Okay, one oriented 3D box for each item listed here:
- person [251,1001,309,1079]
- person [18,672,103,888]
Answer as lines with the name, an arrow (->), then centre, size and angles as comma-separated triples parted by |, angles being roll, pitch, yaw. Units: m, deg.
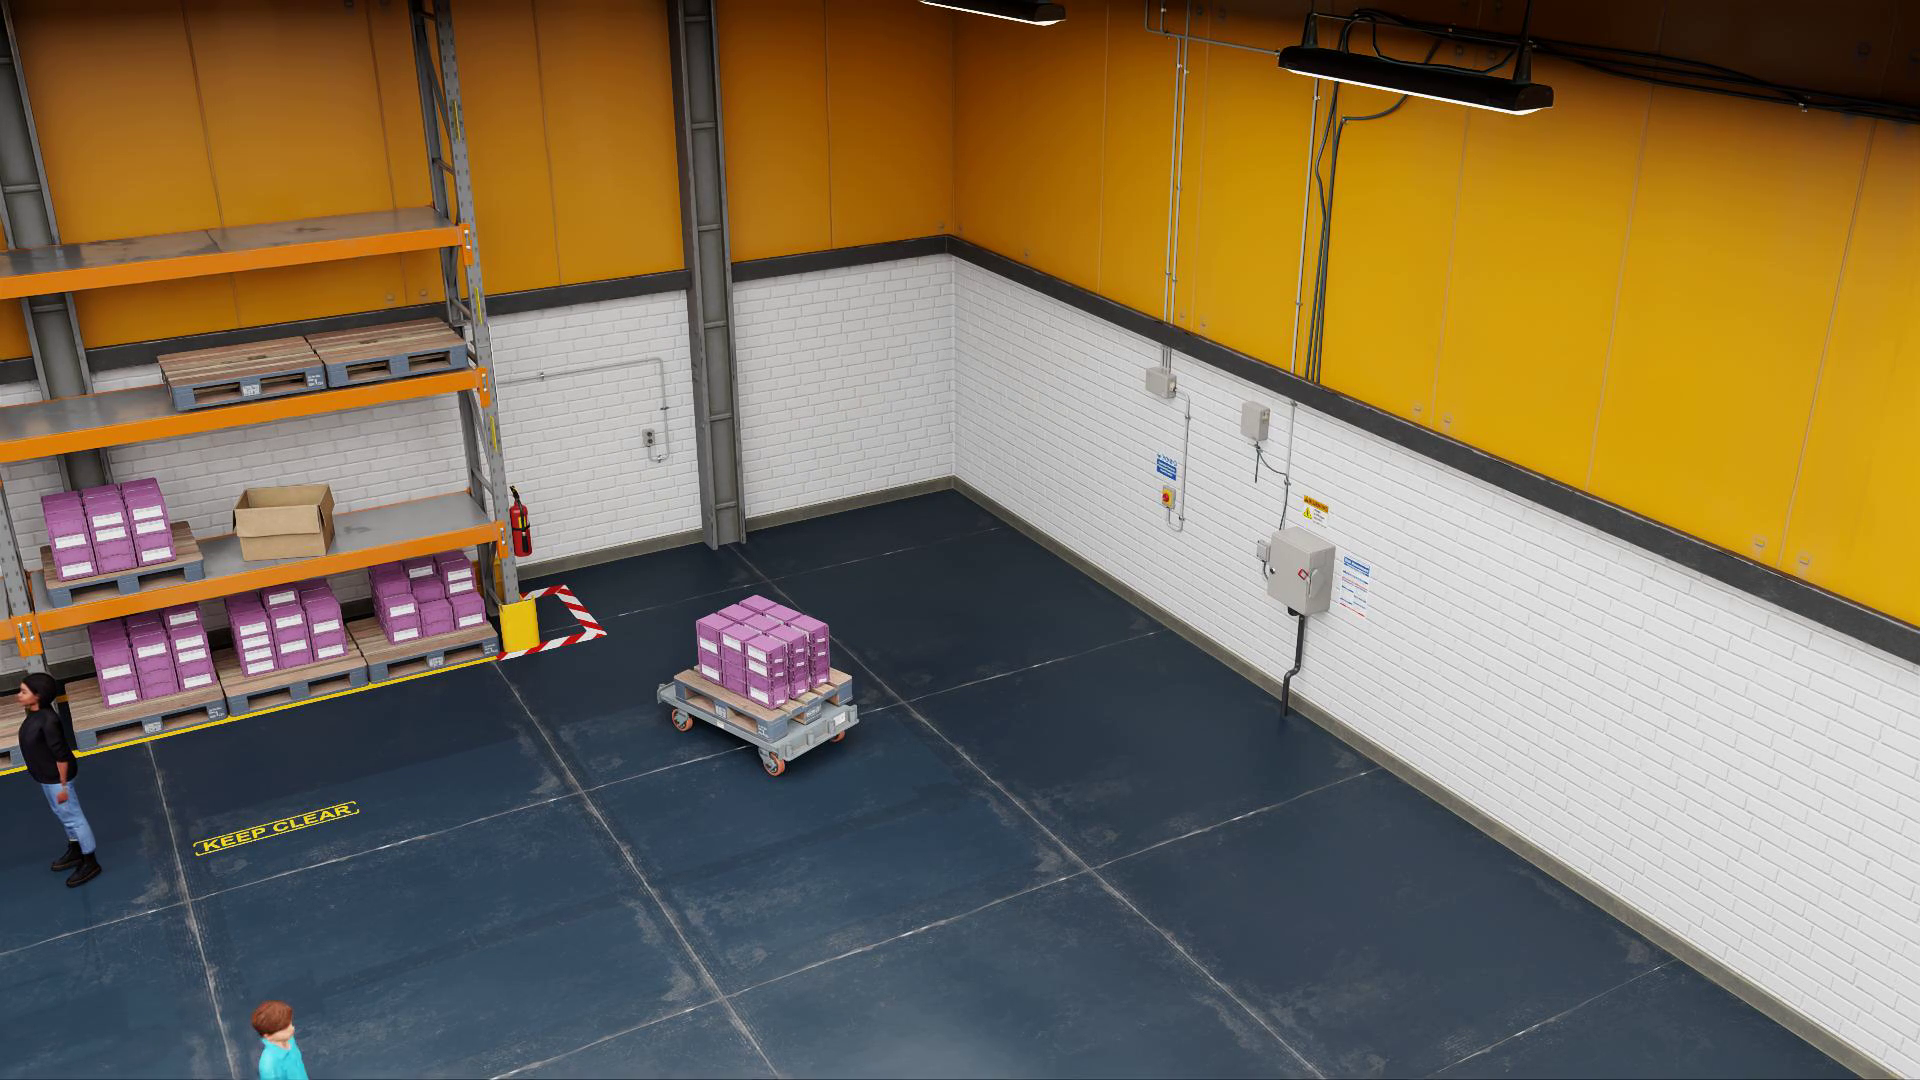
person -> -3.833, 3.183, 9.314 | 0.677, 1.438, 0.627 | 2, 24, 4
person -> -6.666, 1.740, 12.286 | 0.608, 1.702, 0.615 | -21, 31, -40
